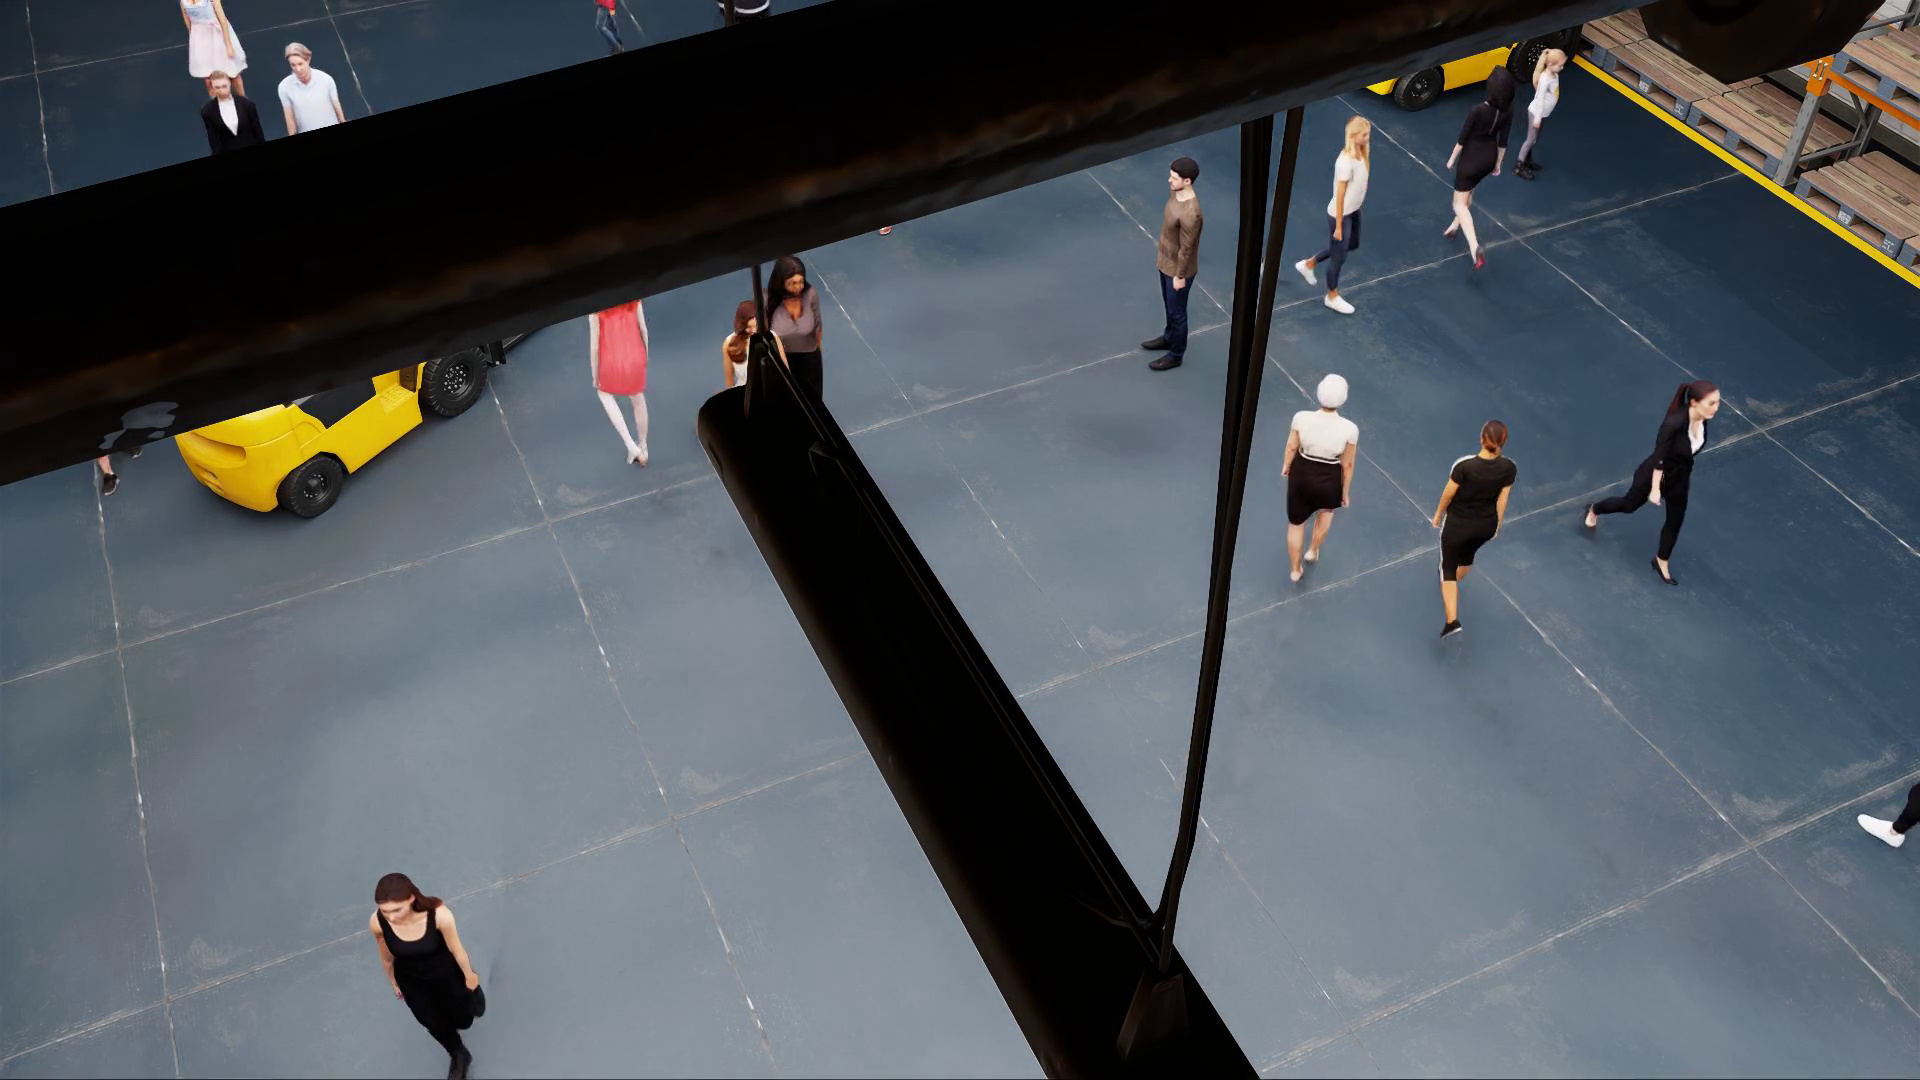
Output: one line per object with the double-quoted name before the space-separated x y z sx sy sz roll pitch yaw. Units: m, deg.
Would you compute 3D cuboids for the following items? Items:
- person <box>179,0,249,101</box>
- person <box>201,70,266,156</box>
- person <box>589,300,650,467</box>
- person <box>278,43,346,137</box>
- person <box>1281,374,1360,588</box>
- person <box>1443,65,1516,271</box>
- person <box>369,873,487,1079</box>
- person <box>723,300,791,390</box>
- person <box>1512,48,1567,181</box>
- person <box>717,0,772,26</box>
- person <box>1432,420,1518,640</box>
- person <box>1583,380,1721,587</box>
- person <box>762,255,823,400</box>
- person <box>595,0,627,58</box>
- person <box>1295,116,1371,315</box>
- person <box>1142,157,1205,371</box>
"person" -7.119 -4.791 15.937 0.798 1.794 0.920 -5 44 -6
"person" -6.243 -3.320 14.479 0.668 1.674 0.997 -14 45 -14
"person" -2.427 -1.221 12.174 0.671 1.815 0.676 -24 48 -23
"person" -5.610 -3.558 14.638 0.755 1.799 1.148 -11 45 -11
"person" 2.397 -0.331 11.294 0.827 1.740 0.887 14 45 15
"person" 4.433 -3.131 14.208 0.651 1.774 1.061 -14 45 -14
"person" -2.734 2.209 8.675 0.773 1.675 0.929 -3 44 -3
"person" -1.479 -1.071 12.080 0.736 1.727 1.171 -13 45 -14
"person" 5.378 -3.982 15.463 0.631 1.276 0.585 21 48 21
"person" -2.212 -5.462 16.525 0.973 1.955 1.026 10 45 10
"person" 3.406 -0.057 11.073 0.892 1.648 1.115 1 44 1
"person" 4.797 -0.470 11.524 0.607 1.623 1.057 -18 47 -18
"person" -1.281 -1.399 12.368 0.800 1.804 1.097 -9 44 -9
"person" -3.571 -5.528 17.062 0.626 1.308 0.520 -8 44 -8
"person" 3.104 -2.718 13.755 0.956 1.801 0.865 21 48 21
"person" 1.726 -2.201 13.150 0.771 1.888 0.614 -7 44 -7
